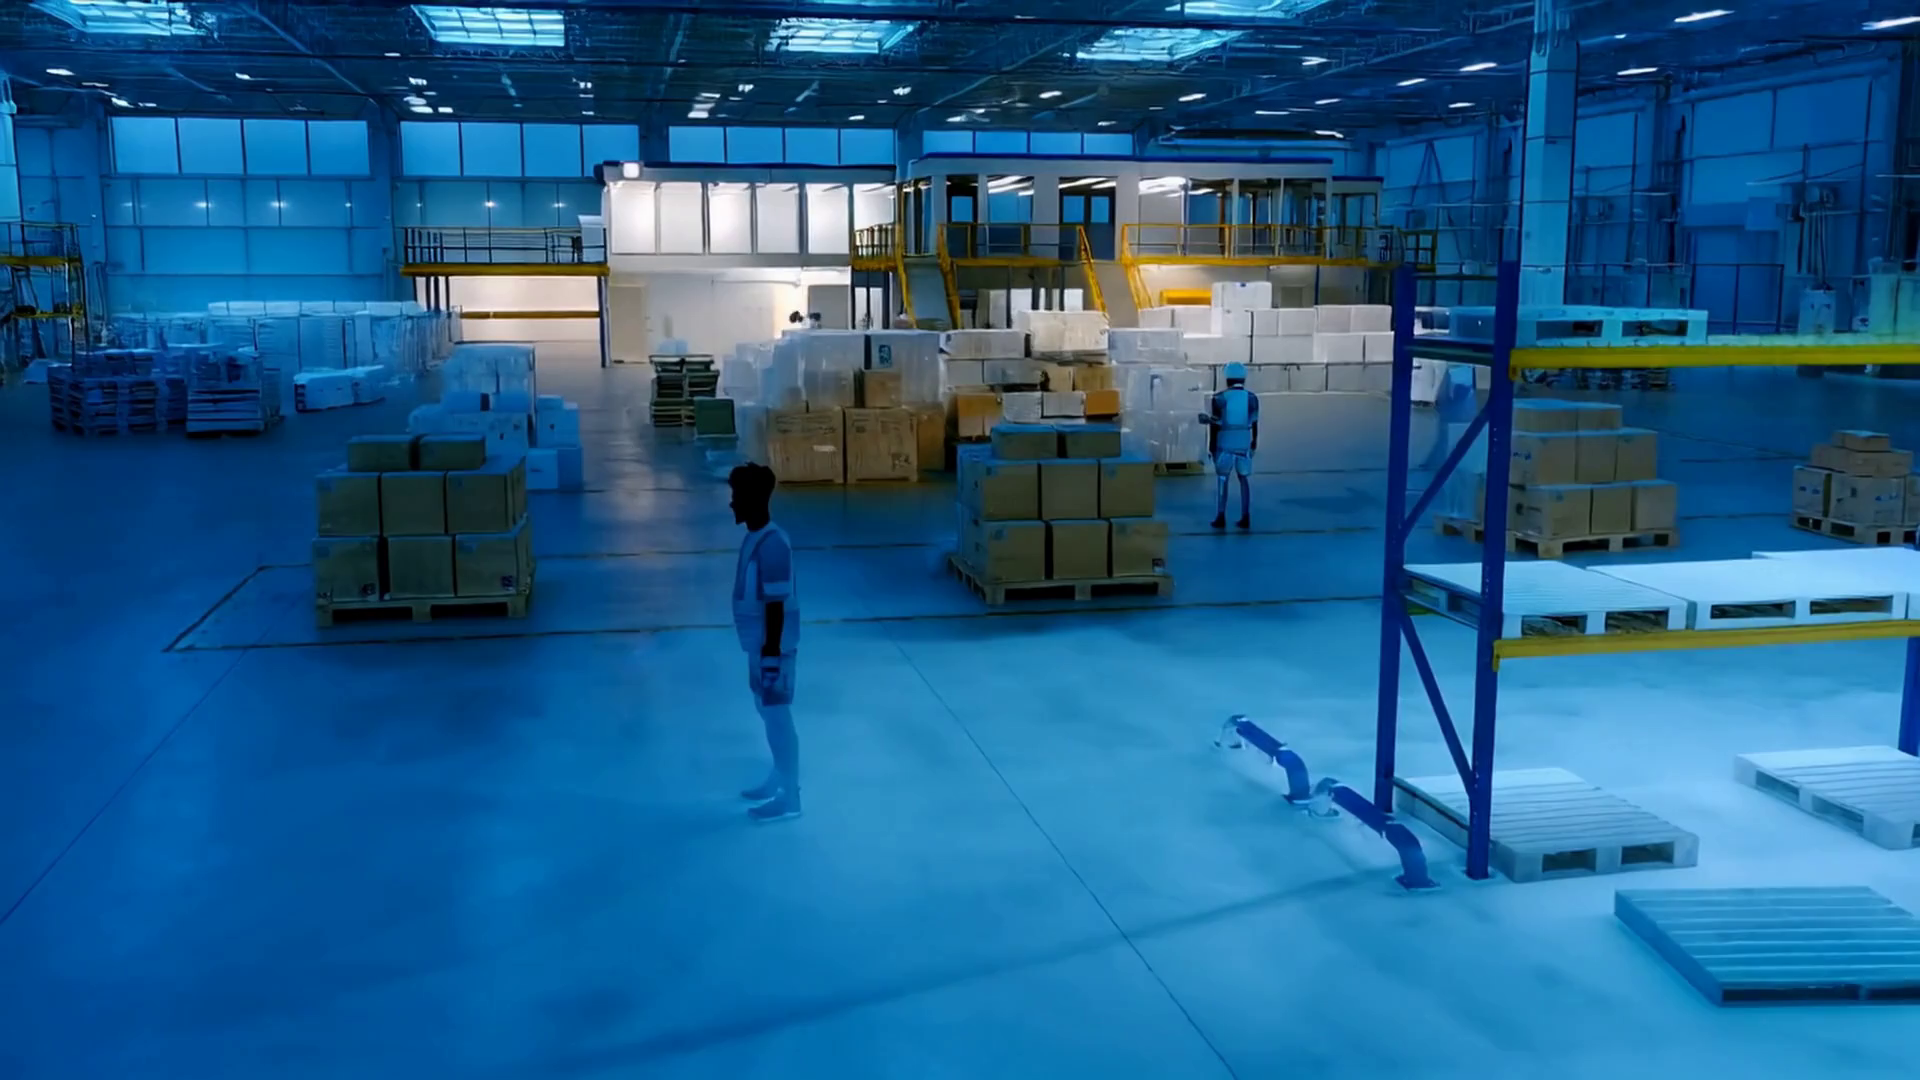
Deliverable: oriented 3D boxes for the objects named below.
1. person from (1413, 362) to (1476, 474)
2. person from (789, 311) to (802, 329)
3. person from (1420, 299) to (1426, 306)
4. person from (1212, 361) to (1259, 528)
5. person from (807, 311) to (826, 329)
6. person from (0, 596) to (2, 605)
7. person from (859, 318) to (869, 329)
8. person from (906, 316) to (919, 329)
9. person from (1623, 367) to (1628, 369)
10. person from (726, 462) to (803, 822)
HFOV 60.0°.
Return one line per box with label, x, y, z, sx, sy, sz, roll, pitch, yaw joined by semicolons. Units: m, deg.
person;7.086;-1.955;24.096;0.979;2.000;0.698;6;11;31
person;-4.393;-5.049;43.517;0.766;1.859;0.599;-5;10;-27
person;16.912;-7.921;61.099;0.660;1.824;0.684;-5;11;-29
person;3.159;-1.092;19.194;0.540;1.929;0.391;-1;9;-7
person;-3.336;-4.287;38.446;0.613;1.994;0.381;6;11;30
person;-6.495;0.319;10.750;0.515;1.872;0.333;-5;11;-29
person;-2.235;-4.243;38.688;0.600;1.825;0.961;-2;9;-10
person;-1.050;-4.045;37.207;0.728;1.909;0.586;2;10;13
person;17.148;-5.012;43.039;0.402;1.937;0.604;5;11;28
person;-1.067;0.548;9.107;0.383;1.957;0.606;-3;10;-16
